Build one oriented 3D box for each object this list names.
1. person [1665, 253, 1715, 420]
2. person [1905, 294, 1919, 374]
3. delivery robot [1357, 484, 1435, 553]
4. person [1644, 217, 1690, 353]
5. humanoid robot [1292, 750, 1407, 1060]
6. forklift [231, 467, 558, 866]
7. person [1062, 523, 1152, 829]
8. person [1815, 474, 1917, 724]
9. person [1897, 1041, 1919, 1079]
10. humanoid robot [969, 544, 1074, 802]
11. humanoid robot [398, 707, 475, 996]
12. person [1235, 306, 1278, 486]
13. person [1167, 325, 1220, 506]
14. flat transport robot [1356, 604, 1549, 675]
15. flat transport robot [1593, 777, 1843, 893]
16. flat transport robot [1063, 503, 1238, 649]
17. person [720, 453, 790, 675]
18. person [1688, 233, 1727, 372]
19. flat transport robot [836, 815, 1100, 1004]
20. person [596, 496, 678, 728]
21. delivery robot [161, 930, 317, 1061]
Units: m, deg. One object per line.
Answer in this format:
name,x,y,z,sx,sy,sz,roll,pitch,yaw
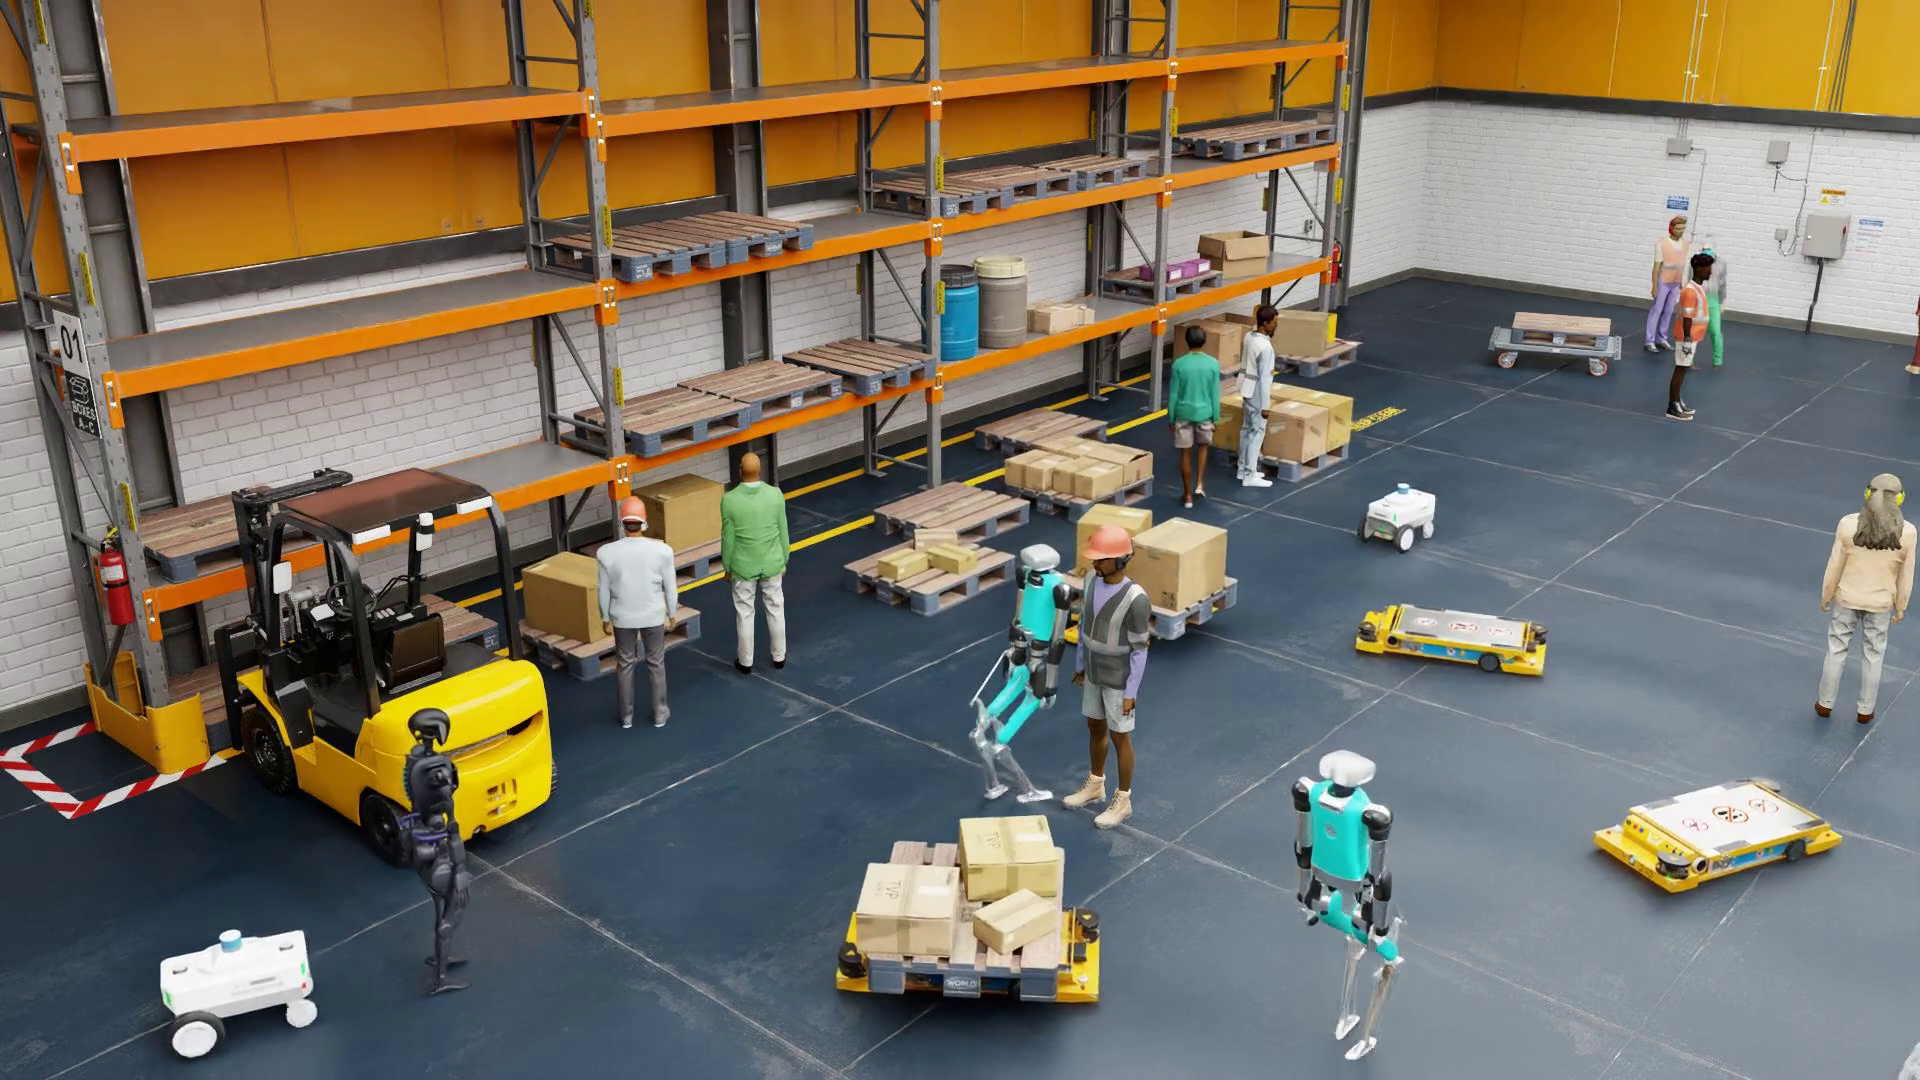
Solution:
person,8.624,-2.414,19.645,0.368,1.966,0.605,11,23,27
person,12.662,-3.017,21.560,0.473,1.768,0.374,3,21,9
delivery robot,4.183,-0.238,15.769,0.765,0.585,0.499,-17,26,-39
person,9.666,-3.496,22.747,0.571,1.843,0.376,-10,22,-25
humanoid robot,2.039,1.842,8.506,0.539,1.800,0.745,19,27,41
forklift,-3.730,0.710,10.856,2.313,2.155,1.214,17,26,38
person,0.940,0.861,10.662,0.368,2.044,0.606,-14,24,-33
person,6.559,0.433,12.062,0.564,1.874,0.390,10,23,25
person,4.913,1.909,8.038,0.495,1.896,0.678,10,23,26
humanoid robot,0.315,0.926,10.906,0.810,1.753,0.535,-13,24,-31
humanoid robot,-2.816,1.673,8.982,0.339,1.644,0.606,-15,25,-36
person,3.073,-1.490,17.229,0.409,1.908,0.595,-3,21,-9
person,2.329,-1.239,16.642,0.528,1.830,0.475,0,20,1
flat transport robot,3.970,0.790,13.410,1.431,0.231,0.659,8,22,20
flat transport robot,4.804,1.854,10.528,1.431,0.231,0.659,-9,22,-22
flat transport robot,1.526,0.625,13.859,0.659,0.231,1.431,16,26,37
person,-1.580,0.183,12.871,0.538,1.784,0.383,-7,21,-19
person,9.783,-3.112,21.756,0.562,1.834,0.391,1,20,3
flat transport robot,0.063,2.295,9.332,1.431,0.231,0.659,2,20,5
person,-2.321,0.523,12.009,0.568,1.741,0.350,-3,20,-9
delivery robot,-3.815,2.339,8.787,0.775,0.585,0.499,-9,22,-22
